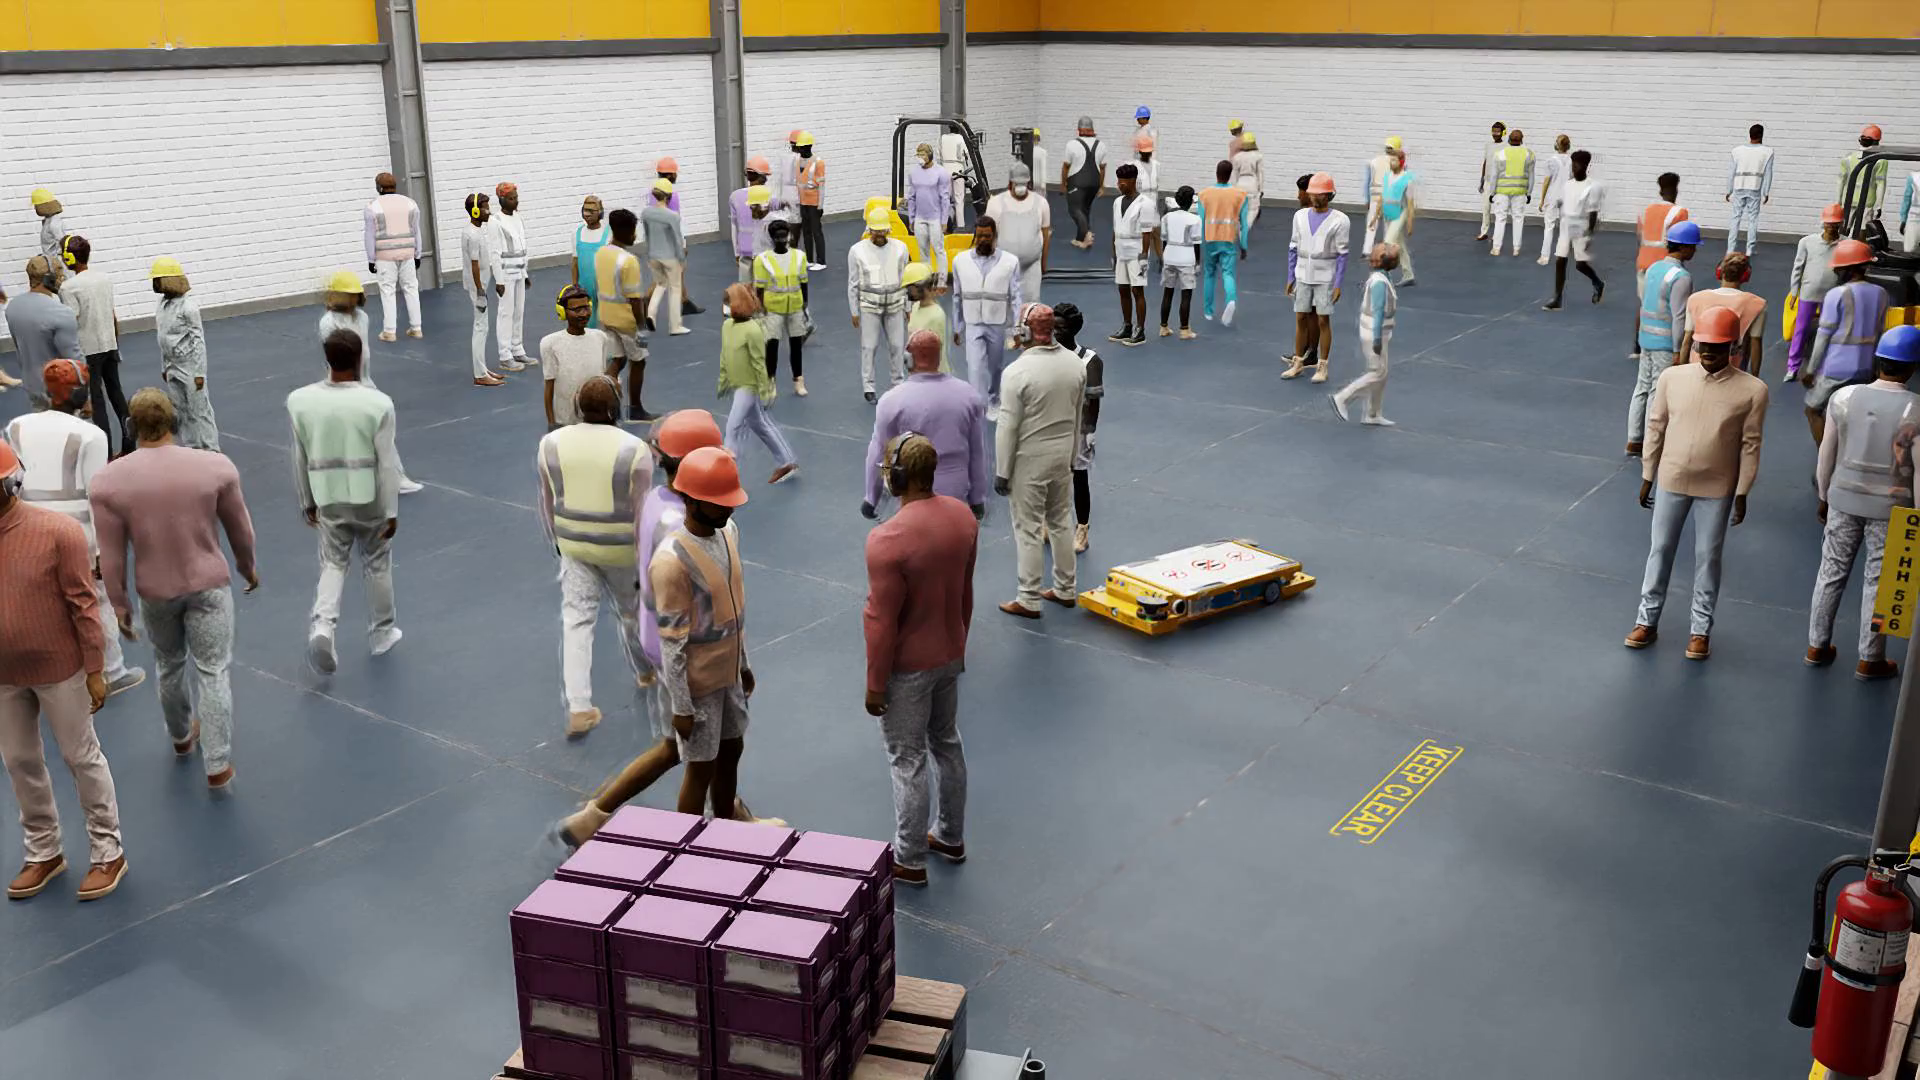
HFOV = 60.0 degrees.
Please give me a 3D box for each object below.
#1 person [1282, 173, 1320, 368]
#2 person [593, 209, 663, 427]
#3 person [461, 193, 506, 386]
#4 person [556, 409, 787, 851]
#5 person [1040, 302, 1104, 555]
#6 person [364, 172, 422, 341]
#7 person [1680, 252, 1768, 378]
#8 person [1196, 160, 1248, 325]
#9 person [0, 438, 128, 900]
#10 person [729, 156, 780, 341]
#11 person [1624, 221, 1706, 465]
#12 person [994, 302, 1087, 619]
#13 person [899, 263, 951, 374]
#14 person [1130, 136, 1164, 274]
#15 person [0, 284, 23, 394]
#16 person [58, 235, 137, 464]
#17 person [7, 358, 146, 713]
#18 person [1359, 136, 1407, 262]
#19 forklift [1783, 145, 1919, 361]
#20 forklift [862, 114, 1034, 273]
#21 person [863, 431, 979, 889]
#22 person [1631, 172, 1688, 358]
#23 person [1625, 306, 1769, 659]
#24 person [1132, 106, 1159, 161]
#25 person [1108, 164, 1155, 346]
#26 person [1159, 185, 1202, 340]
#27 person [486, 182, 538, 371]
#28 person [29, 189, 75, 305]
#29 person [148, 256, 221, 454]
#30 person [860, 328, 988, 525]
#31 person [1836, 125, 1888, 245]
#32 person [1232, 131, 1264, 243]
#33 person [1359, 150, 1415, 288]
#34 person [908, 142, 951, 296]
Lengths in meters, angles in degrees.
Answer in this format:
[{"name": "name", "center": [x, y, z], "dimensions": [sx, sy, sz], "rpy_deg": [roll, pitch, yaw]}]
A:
[{"name": "person", "center": [3.548, -2.731, 16.927], "dimensions": [0.371, 1.961, 0.602], "rpy_deg": [0, 18, 0]}, {"name": "person", "center": [-2.955, -1.904, 14.421], "dimensions": [0.690, 1.919, 0.674], "rpy_deg": [15, 23, 40]}, {"name": "person", "center": [-4.648, -2.424, 16.137], "dimensions": [0.325, 1.861, 0.512], "rpy_deg": [-6, 19, -17]}, {"name": "person", "center": [-1.246, 0.443, 6.955], "dimensions": [0.945, 2.009, 0.612], "rpy_deg": [-6, 19, -18]}, {"name": "person", "center": [0.702, -0.748, 11.154], "dimensions": [0.537, 1.696, 0.318], "rpy_deg": [11, 21, 31]}, {"name": "person", "center": [-6.250, -3.127, 18.373], "dimensions": [0.633, 1.837, 0.429], "rpy_deg": [-15, 23, -39]}, {"name": "person", "center": [5.645, -1.218, 12.401], "dimensions": [0.566, 1.836, 0.383], "rpy_deg": [14, 22, 37]}, {"name": "person", "center": [3.034, -3.456, 19.341], "dimensions": [0.637, 1.883, 0.830], "rpy_deg": [1, 18, 4]}, {"name": "person", "center": [-3.777, 0.520, 6.733], "dimensions": [0.625, 1.981, 0.407], "rpy_deg": [0, 18, -1]}, {"name": "person", "center": [-2.195, -3.143, 18.115], "dimensions": [0.611, 2.030, 0.410], "rpy_deg": [9, 20, 27]}, {"name": "person", "center": [5.666, -1.581, 13.356], "dimensions": [0.408, 1.942, 0.616], "rpy_deg": [-1, 18, -3]}, {"name": "person", "center": [0.458, -0.479, 9.994], "dimensions": [0.636, 1.899, 0.397], "rpy_deg": [-15, 23, -39]}, {"name": "person", "center": [-0.274, -1.211, 12.535], "dimensions": [0.468, 1.727, 0.575], "rpy_deg": [-8, 19, -24]}, {"name": "person", "center": [2.598, -4.584, 22.851], "dimensions": [0.567, 1.879, 0.981], "rpy_deg": [-10, 20, -29]}, {"name": "person", "center": [-9.306, -2.416, 15.810], "dimensions": [0.384, 2.043, 0.607], "rpy_deg": [1, 18, 3]}, {"name": "person", "center": [-6.869, -1.484, 13.199], "dimensions": [0.338, 1.861, 0.513], "rpy_deg": [5, 18, 16]}, {"name": "person", "center": [-4.669, 0.011, 8.573], "dimensions": [0.595, 1.846, 0.724], "rpy_deg": [3, 18, 9]}, {"name": "person", "center": [6.119, -4.918, 24.054], "dimensions": [0.610, 1.798, 0.674], "rpy_deg": [10, 20, 29]}, {"name": "forklift", "center": [9.803, -2.879, 17.013], "dimensions": [2.313, 2.155, 1.214], "rpy_deg": [12, 21, 33]}, {"name": "forklift", "center": [-0.171, -4.594, 22.377], "dimensions": [2.313, 2.155, 1.214], "rpy_deg": [1, 18, 3]}, {"name": "person", "center": [-0.166, 0.499, 6.876], "dimensions": [0.365, 1.932, 0.638], "rpy_deg": [13, 22, 35]}, {"name": "person", "center": [7.295, -2.864, 17.410], "dimensions": [0.553, 1.917, 0.651], "rpy_deg": [-10, 20, -28]}, {"name": "person", "center": [4.129, -0.320, 9.332], "dimensions": [0.608, 1.995, 0.376], "rpy_deg": [12, 21, 32]}, {"name": "person", "center": [3.172, -6.497, 28.739], "dimensions": [0.402, 1.941, 0.602], "rpy_deg": [-10, 20, -28]}, {"name": "person", "center": [1.849, -3.114, 18.150], "dimensions": [0.387, 1.952, 0.610], "rpy_deg": [-12, 21, -33]}, {"name": "person", "center": [2.445, -3.067, 18.416], "dimensions": [0.536, 1.691, 0.321], "rpy_deg": [15, 23, 39]}, {"name": "person", "center": [-4.553, -2.673, 16.871], "dimensions": [0.337, 1.882, 0.583], "rpy_deg": [5, 18, 14]}, {"name": "person", "center": [-9.611, -2.862, 17.706], "dimensions": [0.322, 1.734, 0.485], "rpy_deg": [-12, 21, -32]}, {"name": "person", "center": [-6.014, -1.317, 12.855], "dimensions": [0.483, 1.745, 0.305], "rpy_deg": [11, 21, 32]}, {"name": "person", "center": [-0.227, -0.269, 9.398], "dimensions": [0.649, 1.853, 0.978], "rpy_deg": [-13, 22, -34]}, {"name": "person", "center": [12.233, -4.589, 22.606], "dimensions": [0.376, 2.042, 0.615], "rpy_deg": [-16, 23, -40]}, {"name": "person", "center": [4.446, -5.456, 25.821], "dimensions": [0.489, 1.724, 0.643], "rpy_deg": [9, 20, 26]}, {"name": "person", "center": [5.638, -4.159, 21.661], "dimensions": [0.986, 1.795, 0.563], "rpy_deg": [-6, 19, -19]}, {"name": "person", "center": [-0.396, -4.095, 21.259], "dimensions": [0.633, 1.931, 0.387], "rpy_deg": [12, 21, 34]}]
